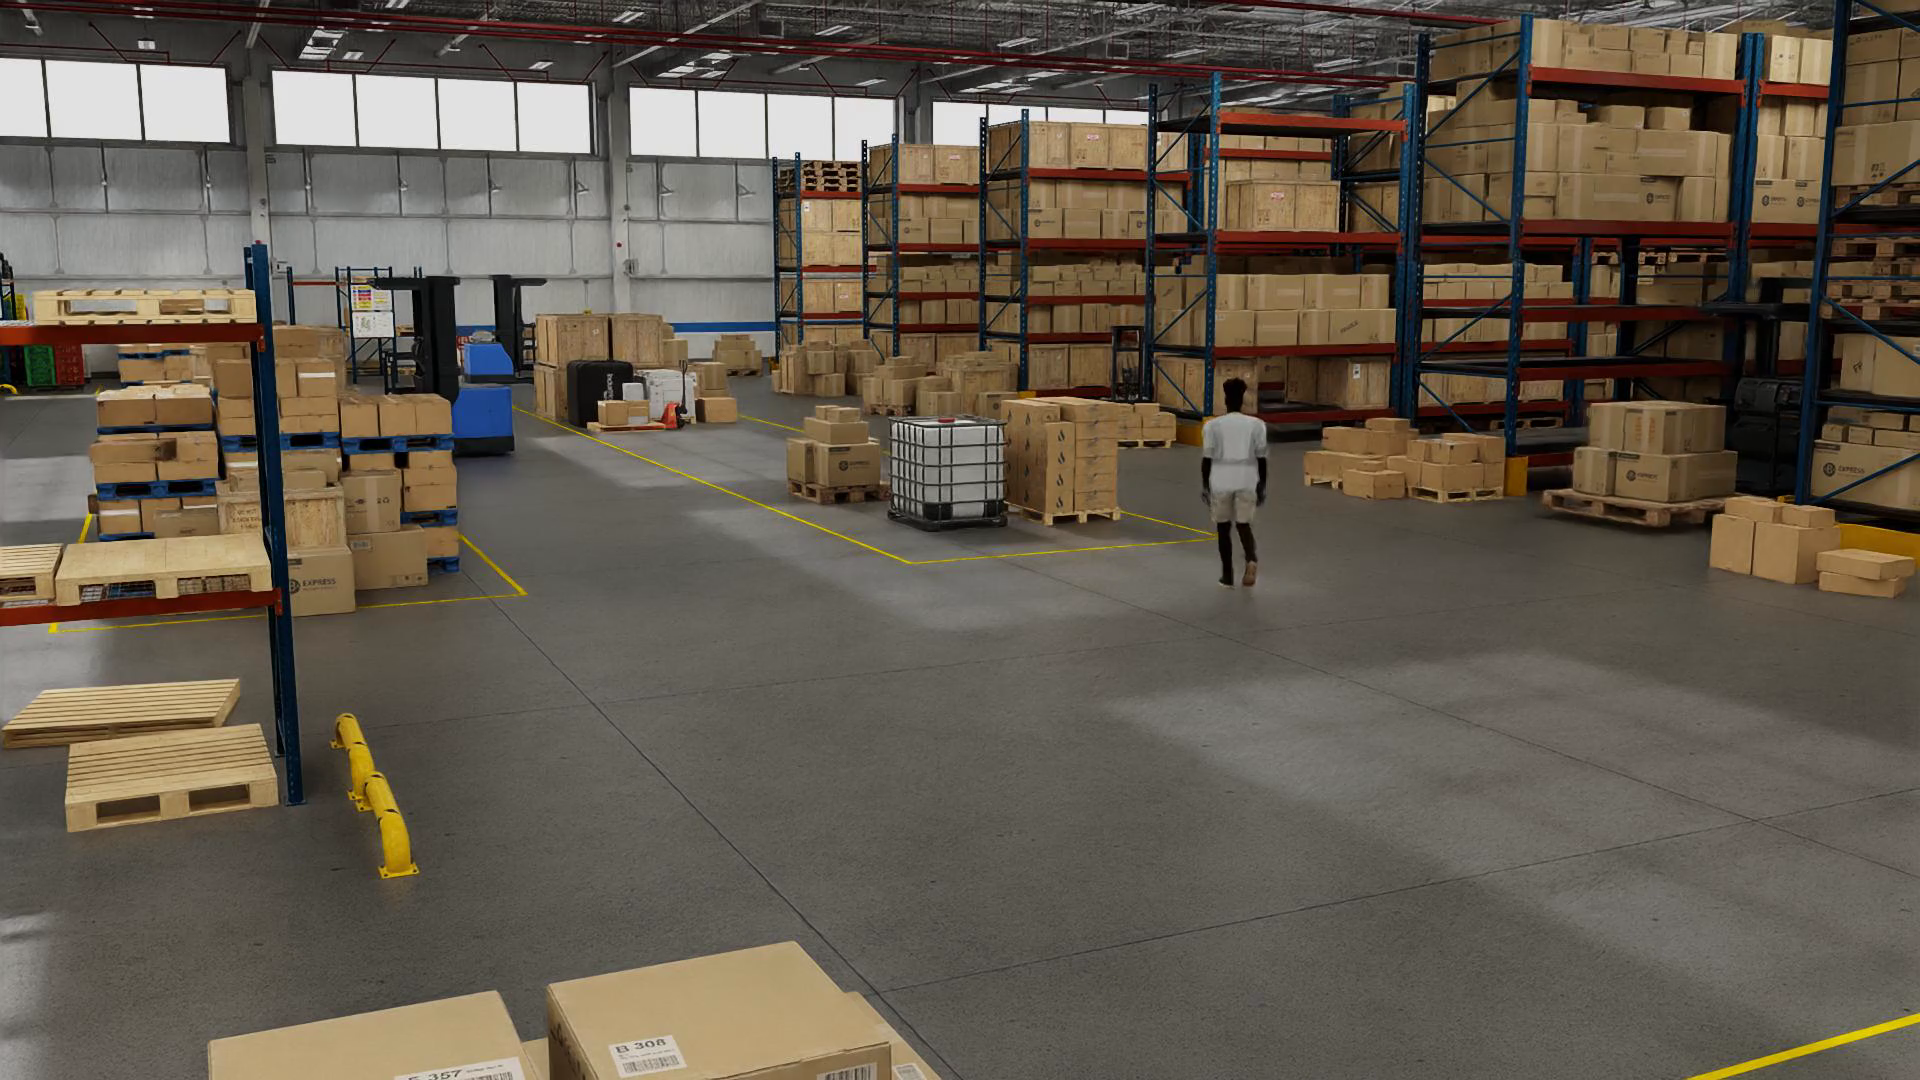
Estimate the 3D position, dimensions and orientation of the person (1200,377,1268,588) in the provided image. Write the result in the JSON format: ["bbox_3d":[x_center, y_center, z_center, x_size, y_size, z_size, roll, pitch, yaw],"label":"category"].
[{"bbox_3d":[2.488,-0.500,15.100,0.605,1.943,0.533,-1,9,-3],"label":"person"}]

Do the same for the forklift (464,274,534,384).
[{"bbox_3d":[-11.611,-5.349,42.276,1.873,2.768,1.129,-4,10,-25],"label":"forklift"}]

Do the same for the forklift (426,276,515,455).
[{"bbox_3d":[-8.069,-2.737,26.069,1.873,2.768,1.129,-4,10,-25],"label":"forklift"}]

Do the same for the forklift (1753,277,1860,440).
[{"bbox_3d":[10.039,-1.768,20.057,1.873,2.768,1.129,-4,10,-25],"label":"forklift"}]

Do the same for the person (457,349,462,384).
[{"bbox_3d":[-8.703,-2.605,27.996,0.623,1.990,0.397,-4,10,-25],"label":"person"}]

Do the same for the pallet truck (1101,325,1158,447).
[{"bbox_3d":[2.881,-2.596,27.923,0.823,1.965,1.885,-1,9,-7],"label":"pallet truck"}]
